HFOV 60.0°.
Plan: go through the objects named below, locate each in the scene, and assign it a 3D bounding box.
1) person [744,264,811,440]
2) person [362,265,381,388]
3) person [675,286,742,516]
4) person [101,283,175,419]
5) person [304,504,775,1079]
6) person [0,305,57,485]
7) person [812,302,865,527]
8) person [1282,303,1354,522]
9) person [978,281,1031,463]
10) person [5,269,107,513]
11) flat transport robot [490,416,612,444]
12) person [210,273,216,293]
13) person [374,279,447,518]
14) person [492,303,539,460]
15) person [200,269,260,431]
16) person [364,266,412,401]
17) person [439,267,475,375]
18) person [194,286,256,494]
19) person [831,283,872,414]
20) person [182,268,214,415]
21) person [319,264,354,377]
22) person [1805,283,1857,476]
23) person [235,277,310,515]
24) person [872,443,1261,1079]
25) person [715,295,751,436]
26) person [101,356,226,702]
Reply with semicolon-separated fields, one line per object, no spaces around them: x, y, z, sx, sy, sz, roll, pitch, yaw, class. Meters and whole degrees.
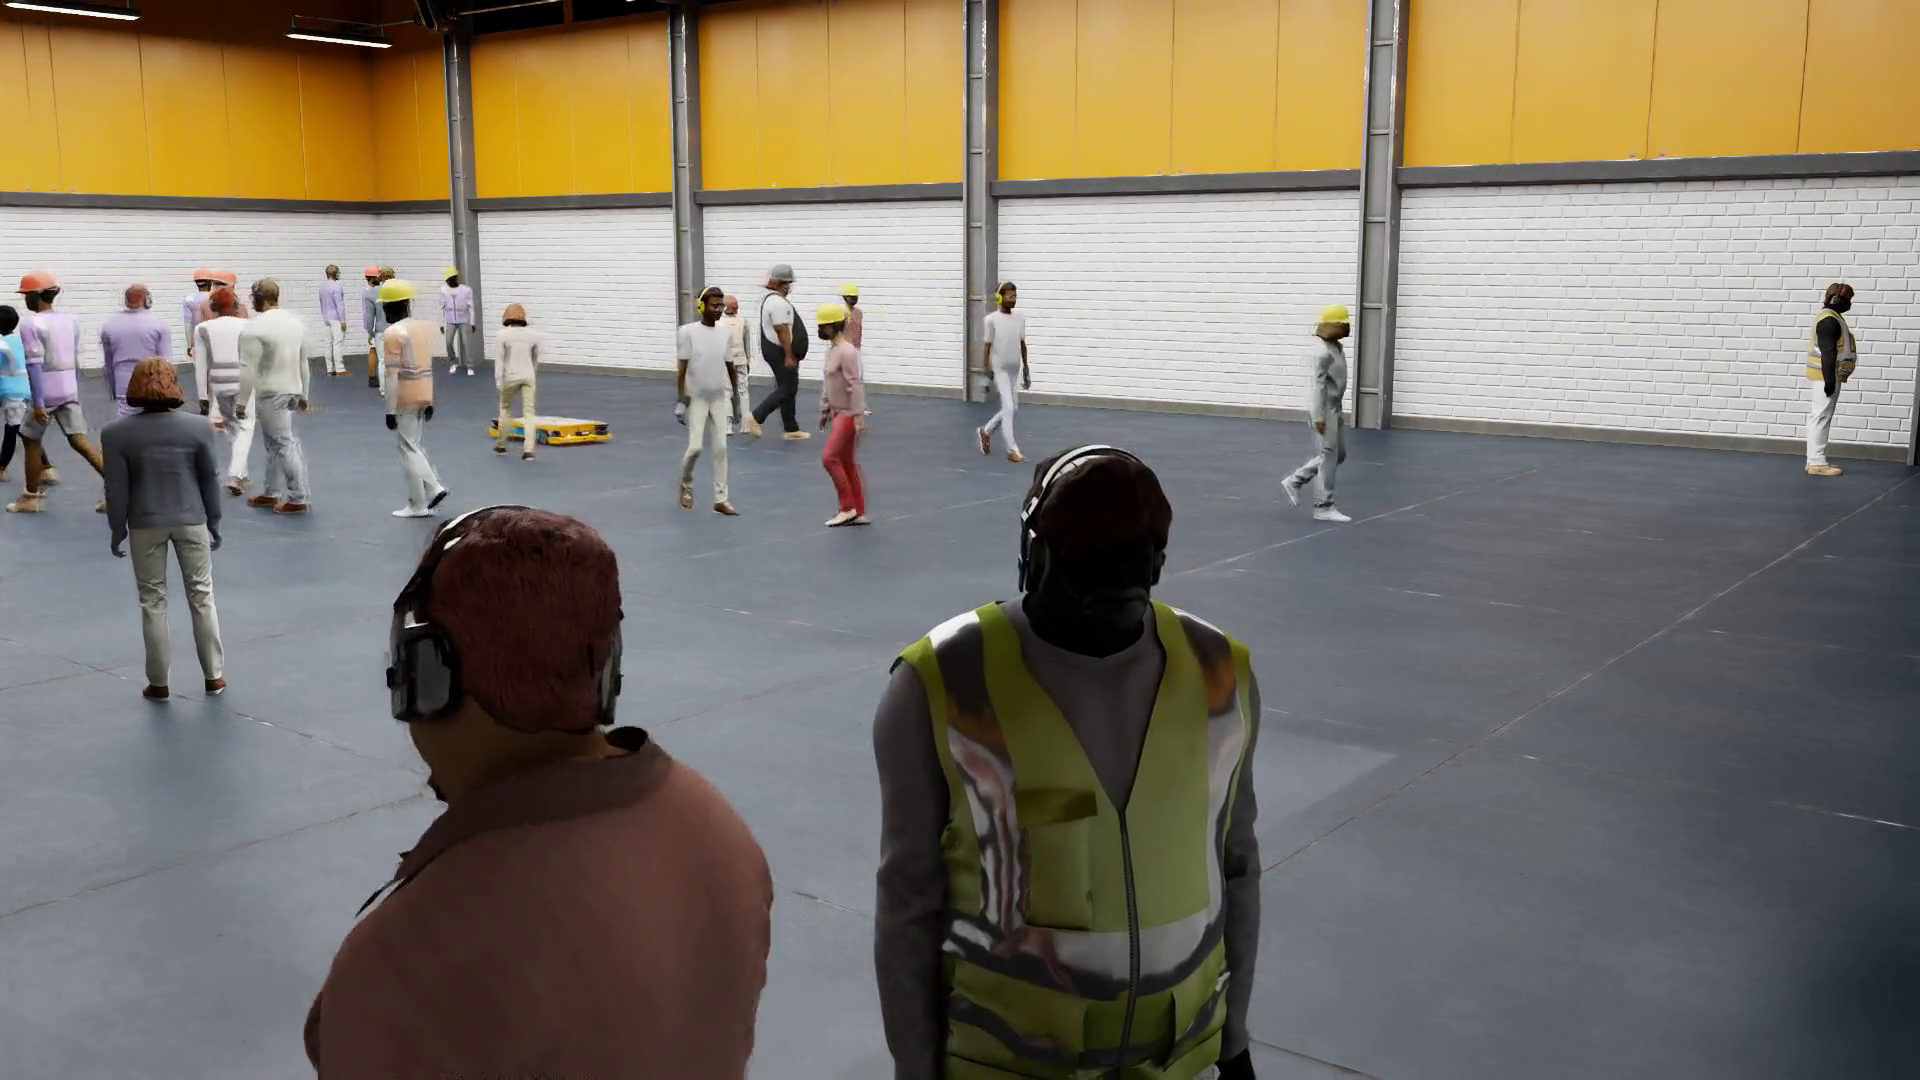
-2.056;-2.115;18.715;0.714;2.000;0.702;-2;10;-12;person
-9.292;-3.391;26.450;0.363;1.934;0.552;-4;10;-21;person
-2.045;-1.123;13.474;0.588;1.855;0.539;-7;12;-36;person
-7.343;-1.374;14.967;0.663;1.844;1.045;0;10;-1;person
-0.340;0.904;1.667;0.559;1.872;0.676;3;10;15;person
-8.680;-1.322;15.230;0.867;1.648;0.547;1;10;9;person
-0.933;-0.946;12.754;0.490;1.744;0.568;-4;10;-21;person
2.868;-1.017;13.215;0.510;1.730;0.493;5;11;27;person
0.450;-1.734;17.071;0.529;1.849;0.794;-7;12;-37;person
-7.292;-1.193;13.498;1.023;2.005;0.623;2;10;11;person
-4.651;-1.257;18.868;1.431;0.197;0.652;8;13;40;flat transport robot
-13.098;-3.870;29.568;0.586;1.823;0.403;9;13;43;person
-4.429;-1.118;13.278;0.414;1.910;0.624;2;10;10;person
-4.617;-1.641;17.243;0.504;1.596;0.816;-6;12;-33;person
-8.818;-2.293;20.071;0.653;1.937;1.043;3;10;16;person
-8.232;-2.974;24.015;0.636;1.938;0.355;-3;10;-17;person
-8.849;-3.843;29.290;0.622;1.896;0.450;0;10;-2;person
-6.448;-1.333;14.755;0.571;1.837;0.934;-1;10;-4;person
-1.536;-2.543;22.121;0.533;1.737;0.842;-9;13;-43;person
-9.902;-2.608;21.901;0.546;1.934;0.376;-4;11;-23;person
-10.763;-3.766;28.629;0.630;1.940;0.373;8;13;39;person
8.365;-1.544;15.994;0.429;1.838;0.622;4;11;24;person
-5.650;-1.152;13.470;0.810;1.913;0.653;3;10;15;person
0.183;0.768;2.526;0.624;1.840;0.429;-3;10;-17;person
-2.671;-2.037;19.424;0.515;1.641;0.315;-7;12;-34;person
-3.758;-0.050;7.876;0.501;1.633;0.285;-6;11;-29;person
